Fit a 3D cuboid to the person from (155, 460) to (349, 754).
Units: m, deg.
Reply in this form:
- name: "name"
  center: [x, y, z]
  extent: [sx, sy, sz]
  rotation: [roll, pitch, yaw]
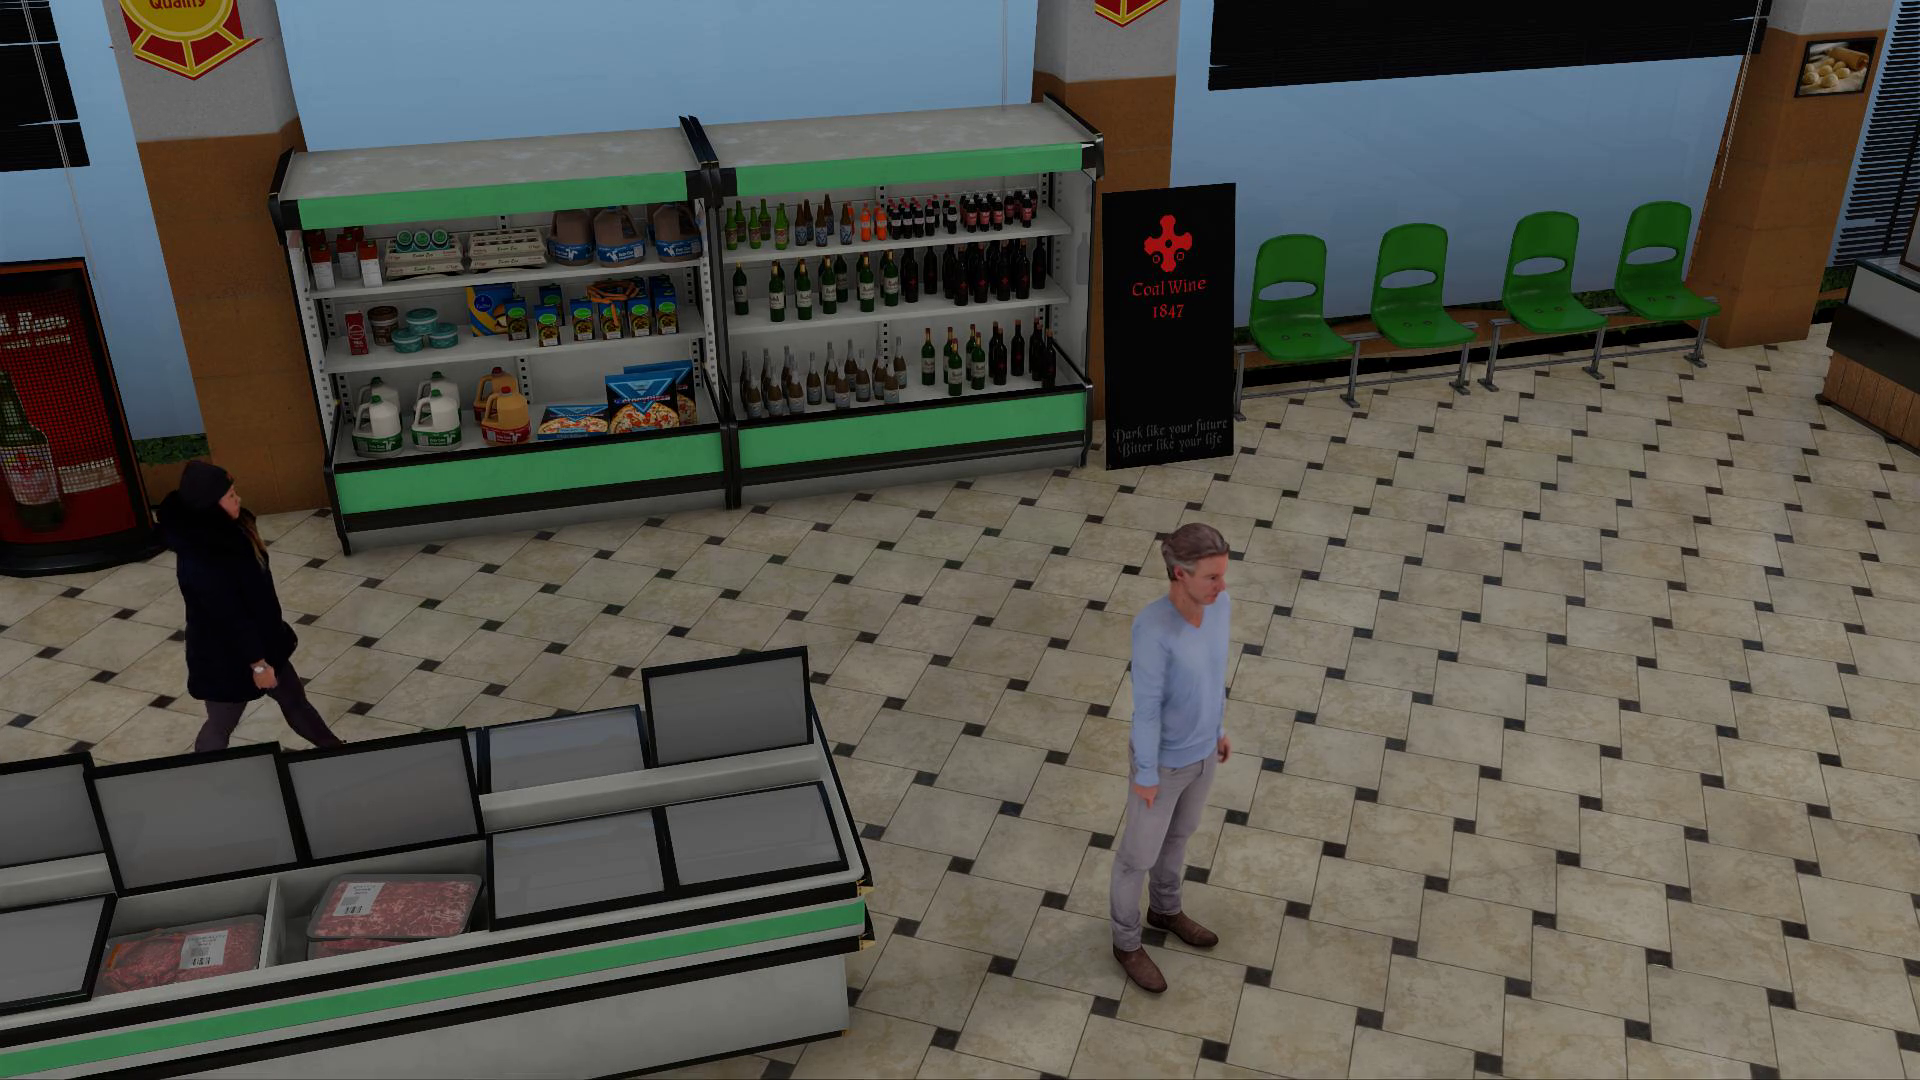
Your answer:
- name: "person"
  center: [-3.135, 0.457, 6.992]
  extent: [1.015, 1.629, 0.657]
  rotation: [-7, 29, -13]

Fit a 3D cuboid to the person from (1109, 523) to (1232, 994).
- name: "person"
  center: [0.782, 0.776, 6.136]
  extent: [0.694, 1.890, 0.811]
  rotation: [-25, 38, -38]
